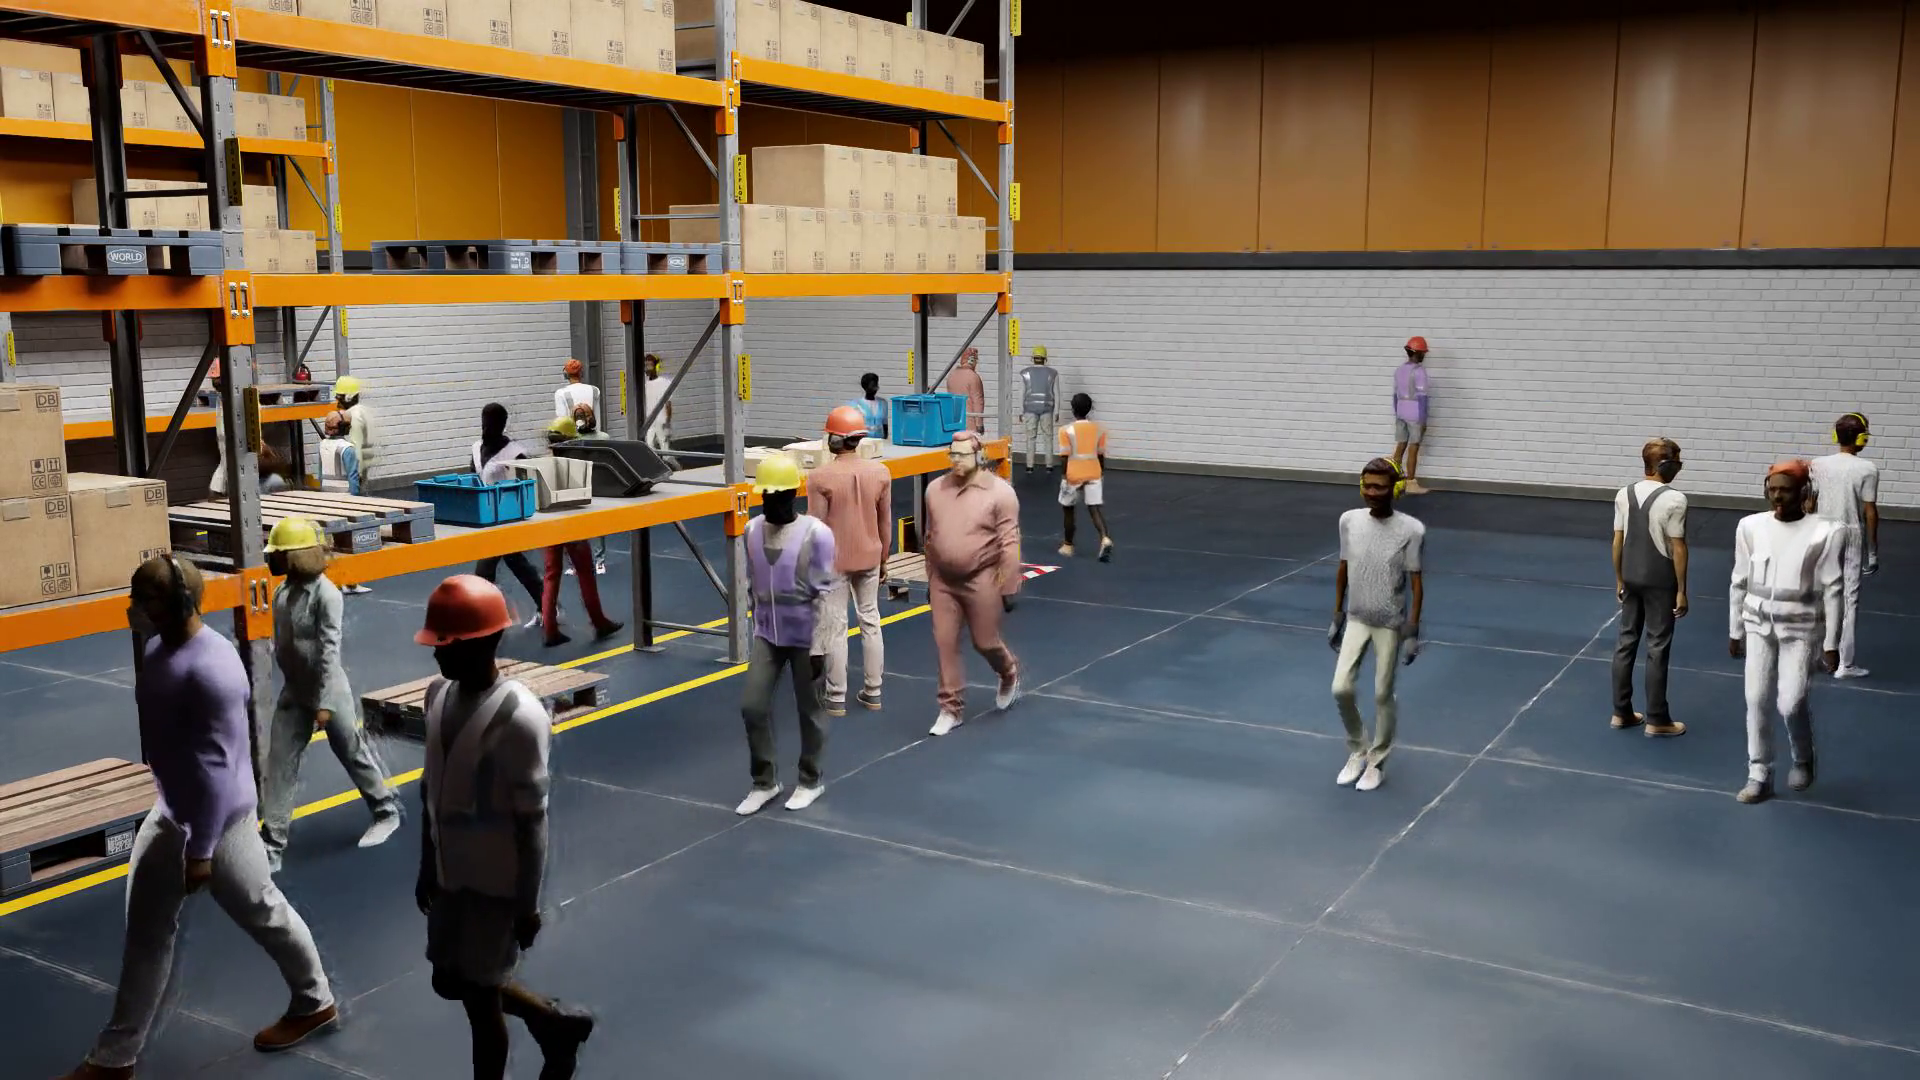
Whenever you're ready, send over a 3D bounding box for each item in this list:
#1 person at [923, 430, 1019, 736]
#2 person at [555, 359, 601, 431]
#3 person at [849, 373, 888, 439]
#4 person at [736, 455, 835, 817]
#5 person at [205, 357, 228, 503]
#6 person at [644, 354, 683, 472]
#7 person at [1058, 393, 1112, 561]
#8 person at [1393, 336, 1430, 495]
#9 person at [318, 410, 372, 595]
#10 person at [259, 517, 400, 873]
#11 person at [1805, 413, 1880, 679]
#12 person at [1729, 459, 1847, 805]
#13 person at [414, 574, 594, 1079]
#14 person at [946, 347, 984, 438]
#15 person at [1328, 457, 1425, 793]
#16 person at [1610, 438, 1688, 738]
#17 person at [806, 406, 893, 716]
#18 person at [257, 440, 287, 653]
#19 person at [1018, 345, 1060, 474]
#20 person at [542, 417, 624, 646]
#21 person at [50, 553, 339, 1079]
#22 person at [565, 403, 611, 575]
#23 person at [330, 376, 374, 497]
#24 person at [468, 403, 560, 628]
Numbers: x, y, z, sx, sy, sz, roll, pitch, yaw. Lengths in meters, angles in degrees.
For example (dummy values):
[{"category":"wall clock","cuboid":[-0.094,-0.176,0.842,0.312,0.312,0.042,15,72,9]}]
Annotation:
[{"category":"person","cuboid":[0.079,0.241,10.417,0.650,1.884,0.787,5,10,26]},{"category":"person","cuboid":[-4.301,-1.095,18.746,0.359,1.884,0.573,9,13,44]},{"category":"person","cuboid":[-1.073,-1.134,19.584,0.540,1.682,0.388,-5,11,-30]},{"category":"person","cuboid":[-0.928,0.508,8.664,0.589,1.903,0.658,4,10,25]},{"category":"person","cuboid":[-7.149,-0.768,16.250,0.645,2.025,0.560,8,12,43]},{"category":"person","cuboid":[-3.789,-1.441,21.039,0.534,1.849,0.784,5,10,26]},{"category":"person","cuboid":[1.253,-0.620,16.470,0.540,1.670,0.787,-4,10,-22]},{"category":"person","cuboid":[5.835,-1.605,21.436,0.395,2.039,0.613,-4,10,-21]},{"category":"person","cuboid":[-5.489,-0.333,14.751,0.523,1.638,0.310,7,11,37]},{"category":"person","cuboid":[-3.089,0.724,7.986,0.502,1.701,0.895,5,10,29]},{"category":"person","cuboid":[6.212,0.038,11.719,0.311,1.868,0.532,-6,11,-35]},{"category":"person","cuboid":[4.399,0.494,8.872,0.468,1.868,0.604,-7,12,-39]},{"category":"person","cuboid":[-1.479,1.038,5.307,0.564,1.924,0.663,8,12,40]},{"category":"person","cuboid":[0.113,-1.512,21.298,0.407,1.902,0.639,-7,11,-36]},{"category":"person","cuboid":[2.243,0.470,9.060,0.562,1.854,0.450,6,11,35]},{"category":"person","cuboid":[4.251,0.291,10.237,0.343,1.840,0.507,-5,11,-30]},{"category":"person","cuboid":[-0.720,0.134,10.718,0.615,1.997,0.373,-6,11,-32]},{"category":"person","cuboid":[-5.147,0.054,12.366,0.528,1.620,0.385,7,11,37]},{"category":"person","cuboid":[1.126,-1.854,23.644,0.600,1.829,0.404,0,9,1]},{"category":"person","cuboid":[-2.971,-0.078,12.807,0.552,1.738,0.713,6,11,31]},{"category":"person","cuboid":[-2.685,0.975,5.830,0.650,1.887,1.015,8,12,42]},{"category":"person","cuboid":[-3.529,-0.479,15.679,0.507,1.632,0.268,-1,9,-5]},{"category":"person","cuboid":[-6.123,-0.779,16.988,0.747,1.811,0.593,-2,9,-10]},{"category":"person","cuboid":[-3.575,-0.154,12.989,1.048,1.861,0.618,-8,12,-41]}]
